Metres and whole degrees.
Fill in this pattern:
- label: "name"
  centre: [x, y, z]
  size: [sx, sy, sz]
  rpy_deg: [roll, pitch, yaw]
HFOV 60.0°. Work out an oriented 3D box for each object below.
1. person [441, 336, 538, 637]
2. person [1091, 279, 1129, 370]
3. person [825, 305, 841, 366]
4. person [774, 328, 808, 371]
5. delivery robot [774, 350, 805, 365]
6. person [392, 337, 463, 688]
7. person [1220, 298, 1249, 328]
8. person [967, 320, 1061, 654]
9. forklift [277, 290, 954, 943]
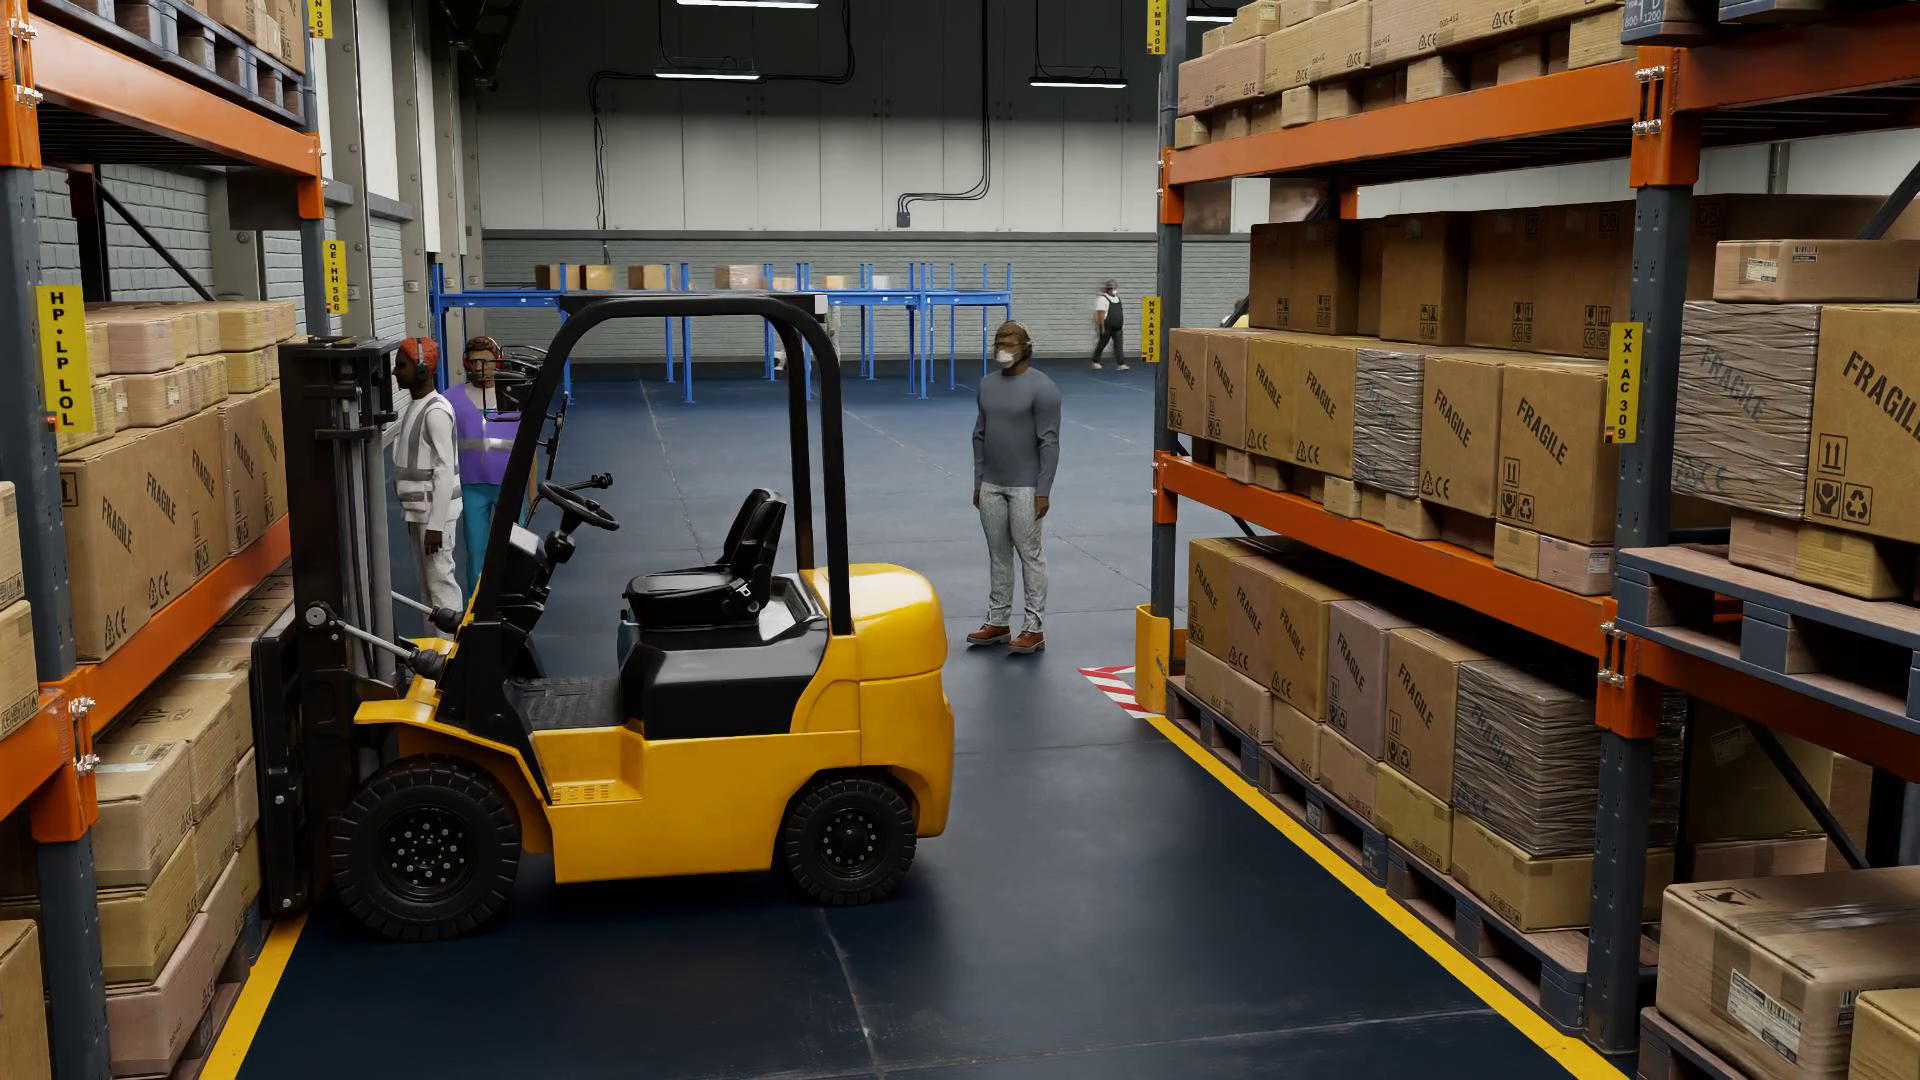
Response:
- label: "person"
  centre: [-2.839, -0.313, 10.079]
  size: [0.563, 1.838, 0.377]
  rpy_deg: [-1, 9, -7]
- label: "person"
  centre: [3.281, -4.757, 36.672]
  size: [0.692, 2.000, 1.008]
  rpy_deg: [-7, 12, -37]
- label: "person"
  centre: [-2.706, -4.488, 35.219]
  size: [0.372, 1.938, 0.630]
  rpy_deg: [-2, 10, -11]
- label: "person"
  centre: [-3.680, -4.483, 36.304]
  size: [0.828, 1.570, 0.521]
  rpy_deg: [1, 9, 5]
- label: "delivery robot"
  centre: [-3.762, -4.046, 36.568]
  size: [0.707, 0.478, 0.477]
  rpy_deg: [2, 10, 14]
- label: "person"
  centre: [-2.821, -0.127, 8.804]
  size: [0.356, 1.882, 0.574]
  rpy_deg: [-5, 11, -29]
- label: "person"
  centre: [4.171, -2.701, 24.770]
  size: [0.627, 1.807, 0.920]
  rpy_deg: [2, 10, 12]
- label: "person"
  centre: [0.309, -0.315, 9.779]
  size: [0.630, 1.939, 0.370]
  rpy_deg: [9, 13, 43]
- label: "forklift"
  centre: [-1.179, 0.175, 6.143]
  size: [2.313, 2.155, 1.214]
  rpy_deg: [-2, 10, -12]
